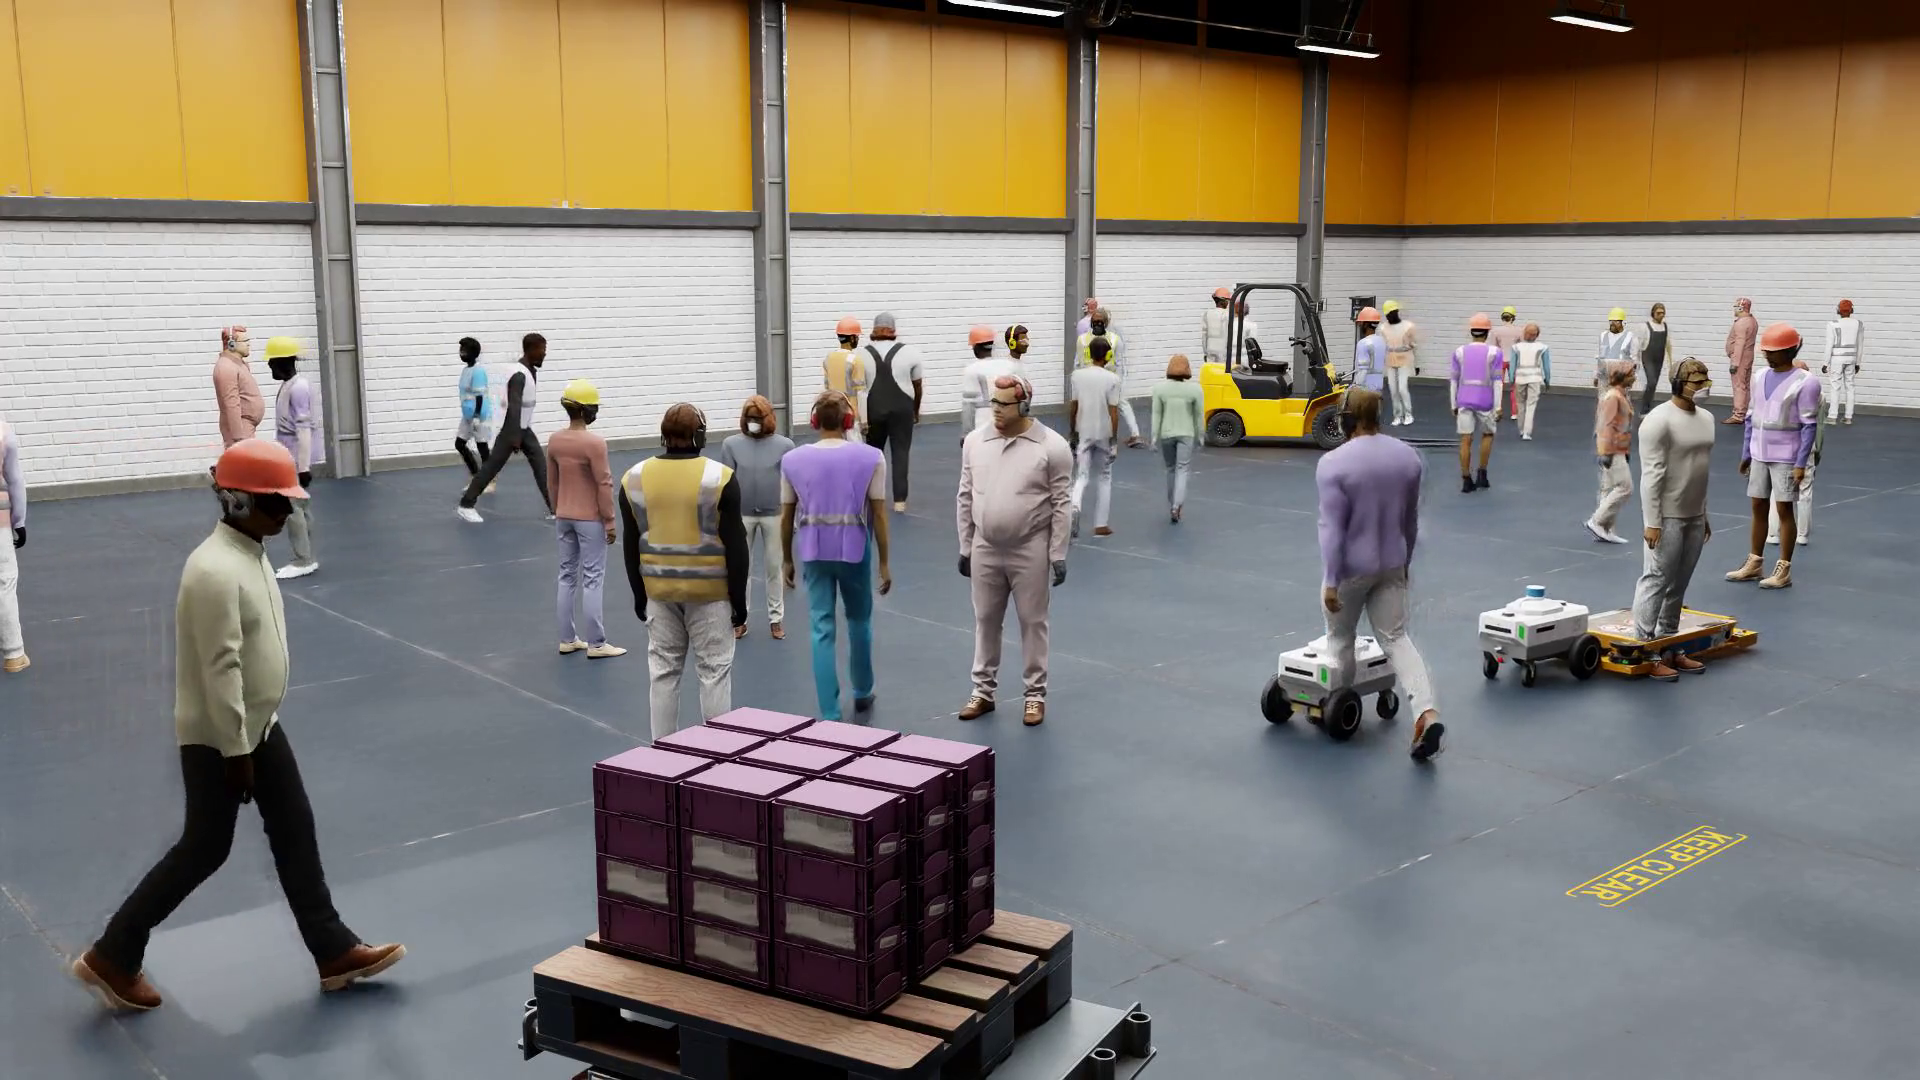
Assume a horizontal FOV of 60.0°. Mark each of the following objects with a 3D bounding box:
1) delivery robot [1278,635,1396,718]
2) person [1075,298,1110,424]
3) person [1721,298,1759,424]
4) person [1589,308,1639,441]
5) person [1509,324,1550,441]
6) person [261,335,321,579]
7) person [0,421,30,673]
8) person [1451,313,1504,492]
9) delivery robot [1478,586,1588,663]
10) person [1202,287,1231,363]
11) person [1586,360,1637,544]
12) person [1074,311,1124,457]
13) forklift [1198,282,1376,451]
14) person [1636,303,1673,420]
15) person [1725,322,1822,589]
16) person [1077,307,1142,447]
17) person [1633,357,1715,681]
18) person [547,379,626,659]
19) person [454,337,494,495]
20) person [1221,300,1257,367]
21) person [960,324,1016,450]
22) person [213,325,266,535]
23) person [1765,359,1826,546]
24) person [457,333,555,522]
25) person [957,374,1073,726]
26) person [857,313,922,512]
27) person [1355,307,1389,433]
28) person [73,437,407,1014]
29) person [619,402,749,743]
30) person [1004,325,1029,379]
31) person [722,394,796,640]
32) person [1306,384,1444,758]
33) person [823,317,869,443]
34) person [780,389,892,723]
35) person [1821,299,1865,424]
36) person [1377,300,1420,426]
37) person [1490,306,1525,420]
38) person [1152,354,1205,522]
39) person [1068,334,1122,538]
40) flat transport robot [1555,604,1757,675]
[{"bbox_3d":[2.048,0.684,9.003,0.707,0.478,0.477,-9,13,-41],"label":"delivery robot"},{"bbox_3d":[1.955,-2.684,25.046,0.636,1.911,0.404,-9,13,-42],"label":"person"},{"bbox_3d":[11.776,-2.701,25.141,0.402,1.911,0.638,9,13,41],"label":"person"},{"bbox_3d":[8.929,-2.251,22.726,0.403,1.834,0.588,-9,13,-43],"label":"person"},{"bbox_3d":[7.899,-2.185,23.049,0.529,1.590,0.841,6,11,32],"label":"person"},{"bbox_3d":[-5.286,-0.663,13.173,0.416,1.920,0.616,-5,11,-25],"label":"person"},{"bbox_3d":[-5.968,-0.086,10.025,0.626,1.844,0.429,-5,11,-27],"label":"person"},{"bbox_3d":[5.597,-1.484,17.971,0.579,1.918,0.609,6,11,31],"label":"person"},{"bbox_3d":[3.440,0.518,9.979,0.707,0.478,0.477,-7,12,-36],"label":"delivery robot"},{"bbox_3d":[4.147,-3.008,26.566,0.394,2.037,0.605,-9,13,-43],"label":"person"},{"bbox_3d":[5.773,-0.763,14.598,0.372,1.623,0.539,5,11,27],"label":"person"},{"bbox_3d":[1.732,-1.958,20.990,0.627,1.843,0.429,3,10,16],"label":"person"},{"bbox_3d":[4.328,-2.346,22.227,2.313,2.155,1.214,3,10,16],"label":"forklift"},{"bbox_3d":[10.666,-2.712,25.479,0.502,1.820,0.652,-3,10,-16],"label":"person"},{"bbox_3d":[6.211,-0.640,12.709,0.395,2.033,0.605,-4,10,-21],"label":"person"},{"bbox_3d":[1.975,-2.146,22.041,1.059,1.877,0.690,6,11,31],"label":"person"},{"bbox_3d":[4.313,-0.132,10.012,0.631,1.939,0.370,-7,12,-36],"label":"person"},{"bbox_3d":[-2.369,-0.131,10.514,0.533,1.766,0.316,7,12,34],"label":"person"},{"bbox_3d":[-5.169,-1.301,17.591,0.428,1.679,0.549,-7,12,-36],"label":"person"},{"bbox_3d":[4.307,-2.791,25.805,0.582,1.860,0.696,4,10,22],"label":"person"},{"bbox_3d":[0.276,-1.034,15.383,0.574,1.905,0.528,-7,12,-34],"label":"person"},{"bbox_3d":[-6.536,-0.992,15.142,0.410,1.908,0.642,-3,10,-19],"label":"person"},{"bbox_3d":[7.283,-0.759,14.562,0.513,1.639,0.311,1,10,8],"label":"person"},{"bbox_3d":[-4.283,-1.073,15.912,1.169,1.822,0.613,0,10,-3],"label":"person"},{"bbox_3d":[0.275,0.056,9.018,0.641,1.904,0.401,4,10,21],"label":"person"},{"bbox_3d":[-0.722,-1.326,16.704,0.696,2.000,0.939,1,10,4],"label":"person"},{"bbox_3d":[4.806,-1.777,19.647,0.357,1.938,0.546,8,13,41],"label":"person"},{"bbox_3d":[-2.486,0.628,5.589,1.005,1.952,0.648,-1,10,-7],"label":"person"},{"bbox_3d":[-1.303,0.257,8.025,0.622,1.843,0.429,2,10,12],"label":"person"},{"bbox_3d":[0.544,-1.149,16.165,0.329,1.872,0.507,2,10,13],"label":"person"},{"bbox_3d":[-1.329,-0.148,10.997,0.498,1.633,0.287,0,10,-2],"label":"person"},{"bbox_3d":[2.126,0.156,8.515,0.652,1.896,0.980,-4,10,-21],"label":"person"},{"bbox_3d":[-1.104,-1.241,16.506,0.547,1.938,0.359,8,13,41],"label":"person"},{"bbox_3d":[-0.661,0.089,9.055,0.606,1.813,0.854,0,10,2],"label":"person"},{"bbox_3d":[13.300,-2.678,25.079,0.575,1.883,0.359,0,10,-2],"label":"person"},{"bbox_3d":[6.500,-2.628,24.781,0.603,1.879,0.561,8,12,37],"label":"person"},{"bbox_3d":[8.462,-2.731,25.759,0.525,1.759,0.337,3,10,16],"label":"person"},{"bbox_3d":[2.092,-0.992,16.023,0.503,1.605,0.790,3,10,16],"label":"person"},{"bbox_3d":[1.172,-0.908,14.841,0.526,1.843,0.724,4,11,23],"label":"person"},{"bbox_3d":[4.375,0.607,10.558,1.431,0.197,0.652,-7,12,-36],"label":"flat transport robot"}]
